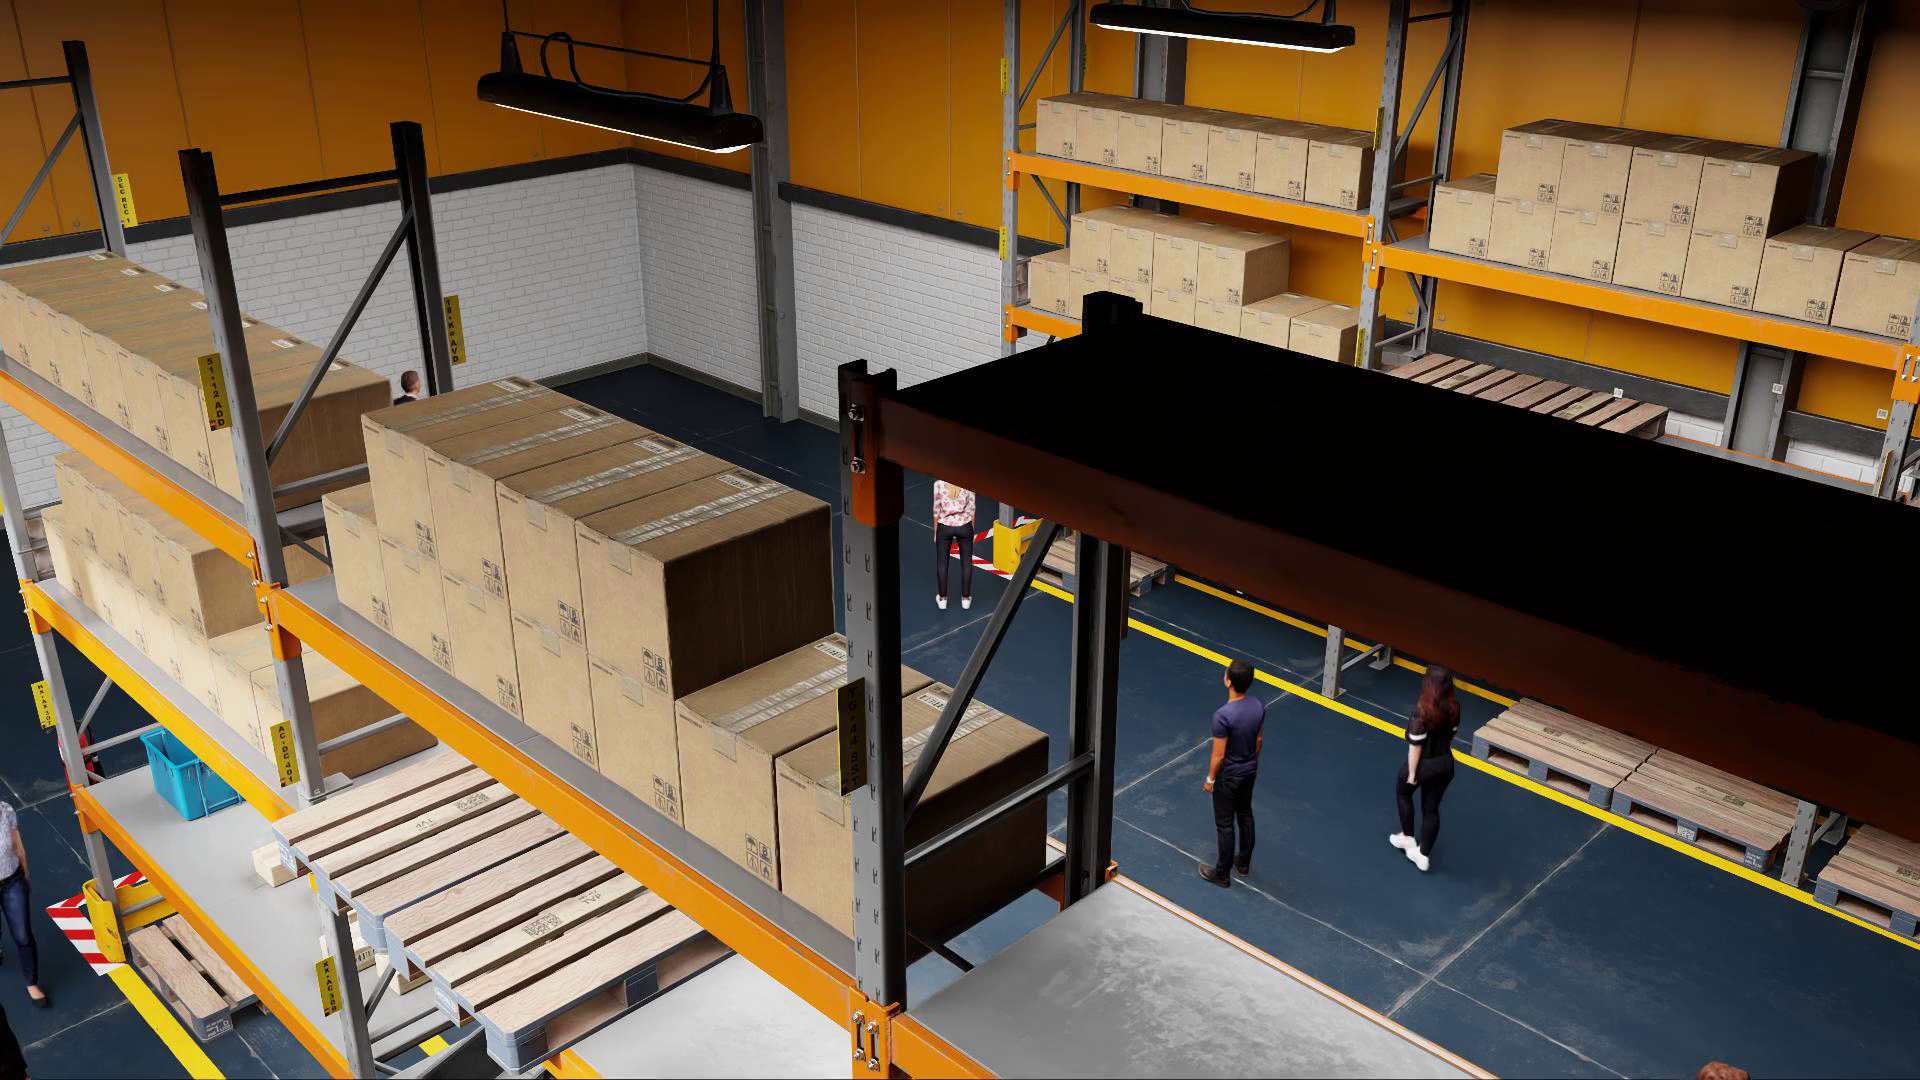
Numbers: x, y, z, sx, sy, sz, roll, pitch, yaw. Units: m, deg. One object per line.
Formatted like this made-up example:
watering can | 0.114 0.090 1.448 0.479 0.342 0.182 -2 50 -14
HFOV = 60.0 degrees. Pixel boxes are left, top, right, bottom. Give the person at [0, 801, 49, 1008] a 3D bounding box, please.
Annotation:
person | -6.307 2.228 10.826 0.631 1.705 0.926 -19 30 -37

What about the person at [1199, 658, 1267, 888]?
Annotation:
person | 1.985 1.672 11.988 0.681 1.794 0.583 -16 28 -32

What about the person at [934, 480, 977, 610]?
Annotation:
person | -0.053 -0.102 16.251 0.631 1.630 0.688 0 24 -1

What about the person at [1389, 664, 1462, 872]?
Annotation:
person | 3.474 1.692 12.155 0.724 1.622 0.774 -9 25 -20
